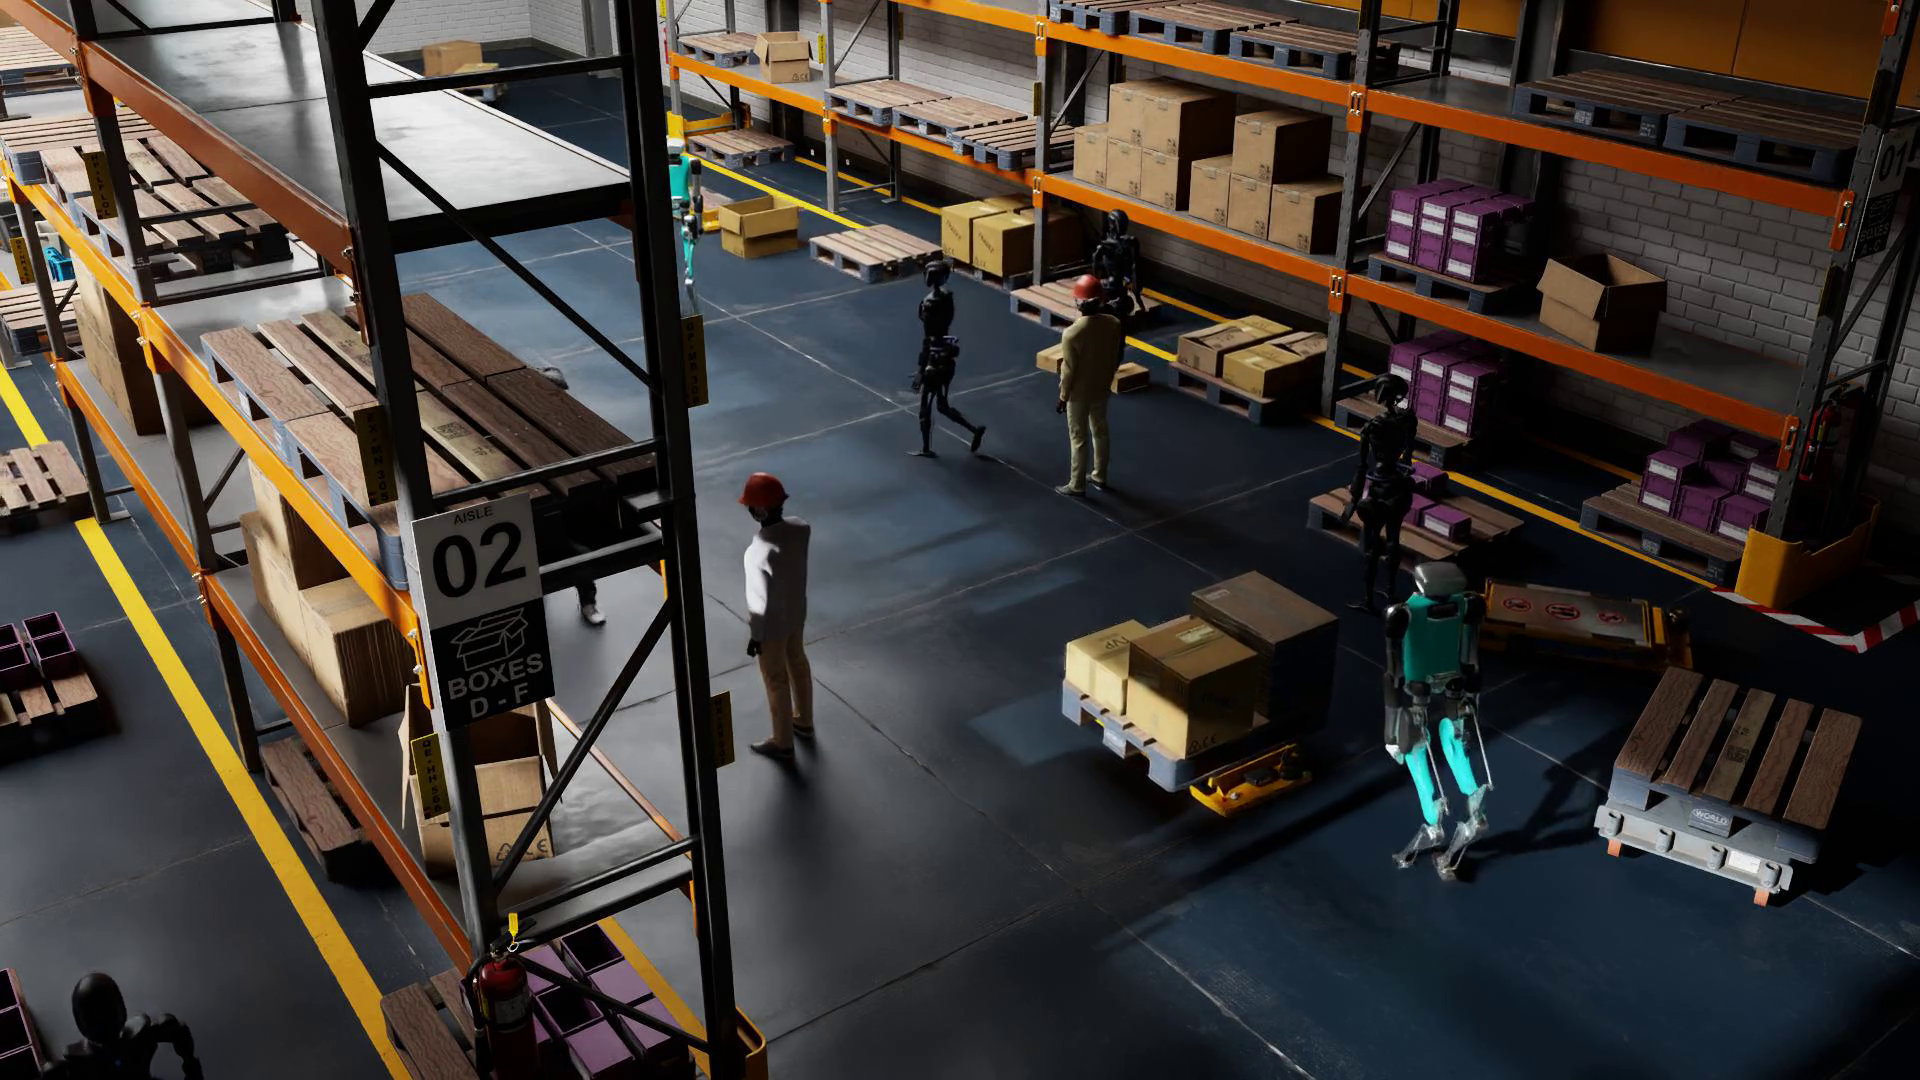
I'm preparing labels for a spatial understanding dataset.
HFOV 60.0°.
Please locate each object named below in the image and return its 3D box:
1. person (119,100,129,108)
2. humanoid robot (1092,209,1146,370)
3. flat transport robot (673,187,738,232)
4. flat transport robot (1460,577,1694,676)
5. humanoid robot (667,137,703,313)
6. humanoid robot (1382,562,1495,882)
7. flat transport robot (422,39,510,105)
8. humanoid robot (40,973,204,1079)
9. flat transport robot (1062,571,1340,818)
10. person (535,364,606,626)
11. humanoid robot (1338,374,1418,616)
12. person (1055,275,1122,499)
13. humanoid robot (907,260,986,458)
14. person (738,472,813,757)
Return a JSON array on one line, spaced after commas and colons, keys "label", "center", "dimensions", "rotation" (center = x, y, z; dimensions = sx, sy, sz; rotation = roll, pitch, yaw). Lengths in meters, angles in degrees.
[{"label": "person", "center": [-11.165, -6.066, 22.223], "dimensions": [0.598, 1.910, 0.431], "rotation": [7, 28, 14]}, {"label": "humanoid robot", "center": [1.343, -2.122, 14.647], "dimensions": [0.587, 1.647, 0.424], "rotation": [-19, 32, -33]}, {"label": "flat transport robot", "center": [-3.121, -3.968, 19.879], "dimensions": [0.659, 0.231, 1.431], "rotation": [-18, 32, -32]}, {"label": "flat transport robot", "center": [4.004, 0.569, 10.855], "dimensions": [1.431, 0.231, 0.659], "rotation": [8, 28, 16]}, {"label": "humanoid robot", "center": [-2.784, -2.983, 16.313], "dimensions": [0.544, 1.810, 0.790], "rotation": [-1, 27, -3]}, {"label": "humanoid robot", "center": [2.430, 1.044, 8.296], "dimensions": [0.554, 1.795, 0.752], "rotation": [-7, 28, -14]}, {"label": "flat transport robot", "center": [-7.527, -6.636, 25.187], "dimensions": [0.659, 0.231, 1.431], "rotation": [0, 27, 0]}, {"label": "humanoid robot", "center": [-2.972, 2.228, 6.019], "dimensions": [0.608, 1.623, 0.725], "rotation": [-22, 34, -37]}, {"label": "flat transport robot", "center": [1.333, 1.118, 9.763], "dimensions": [0.659, 0.231, 1.431], "rotation": [-17, 31, -30]}, {"label": "person", "center": [-2.747, -0.380, 11.079], "dimensions": [0.516, 1.770, 1.025], "rotation": [-19, 33, -33]}, {"label": "humanoid robot", "center": [2.794, -0.310, 11.017], "dimensions": [0.599, 1.659, 0.315], "rotation": [-18, 32, -32]}, {"label": "person", "center": [0.954, -1.162, 12.644], "dimensions": [0.561, 1.752, 0.325], "rotation": [-20, 33, -35]}, {"label": "humanoid robot", "center": [-0.129, -1.412, 13.249], "dimensions": [0.591, 1.644, 0.602], "rotation": [9, 28, 17]}, {"label": "person", "center": [-1.063, 0.421, 9.498], "dimensions": [0.345, 1.746, 0.571], "rotation": [12, 29, 23]}]
